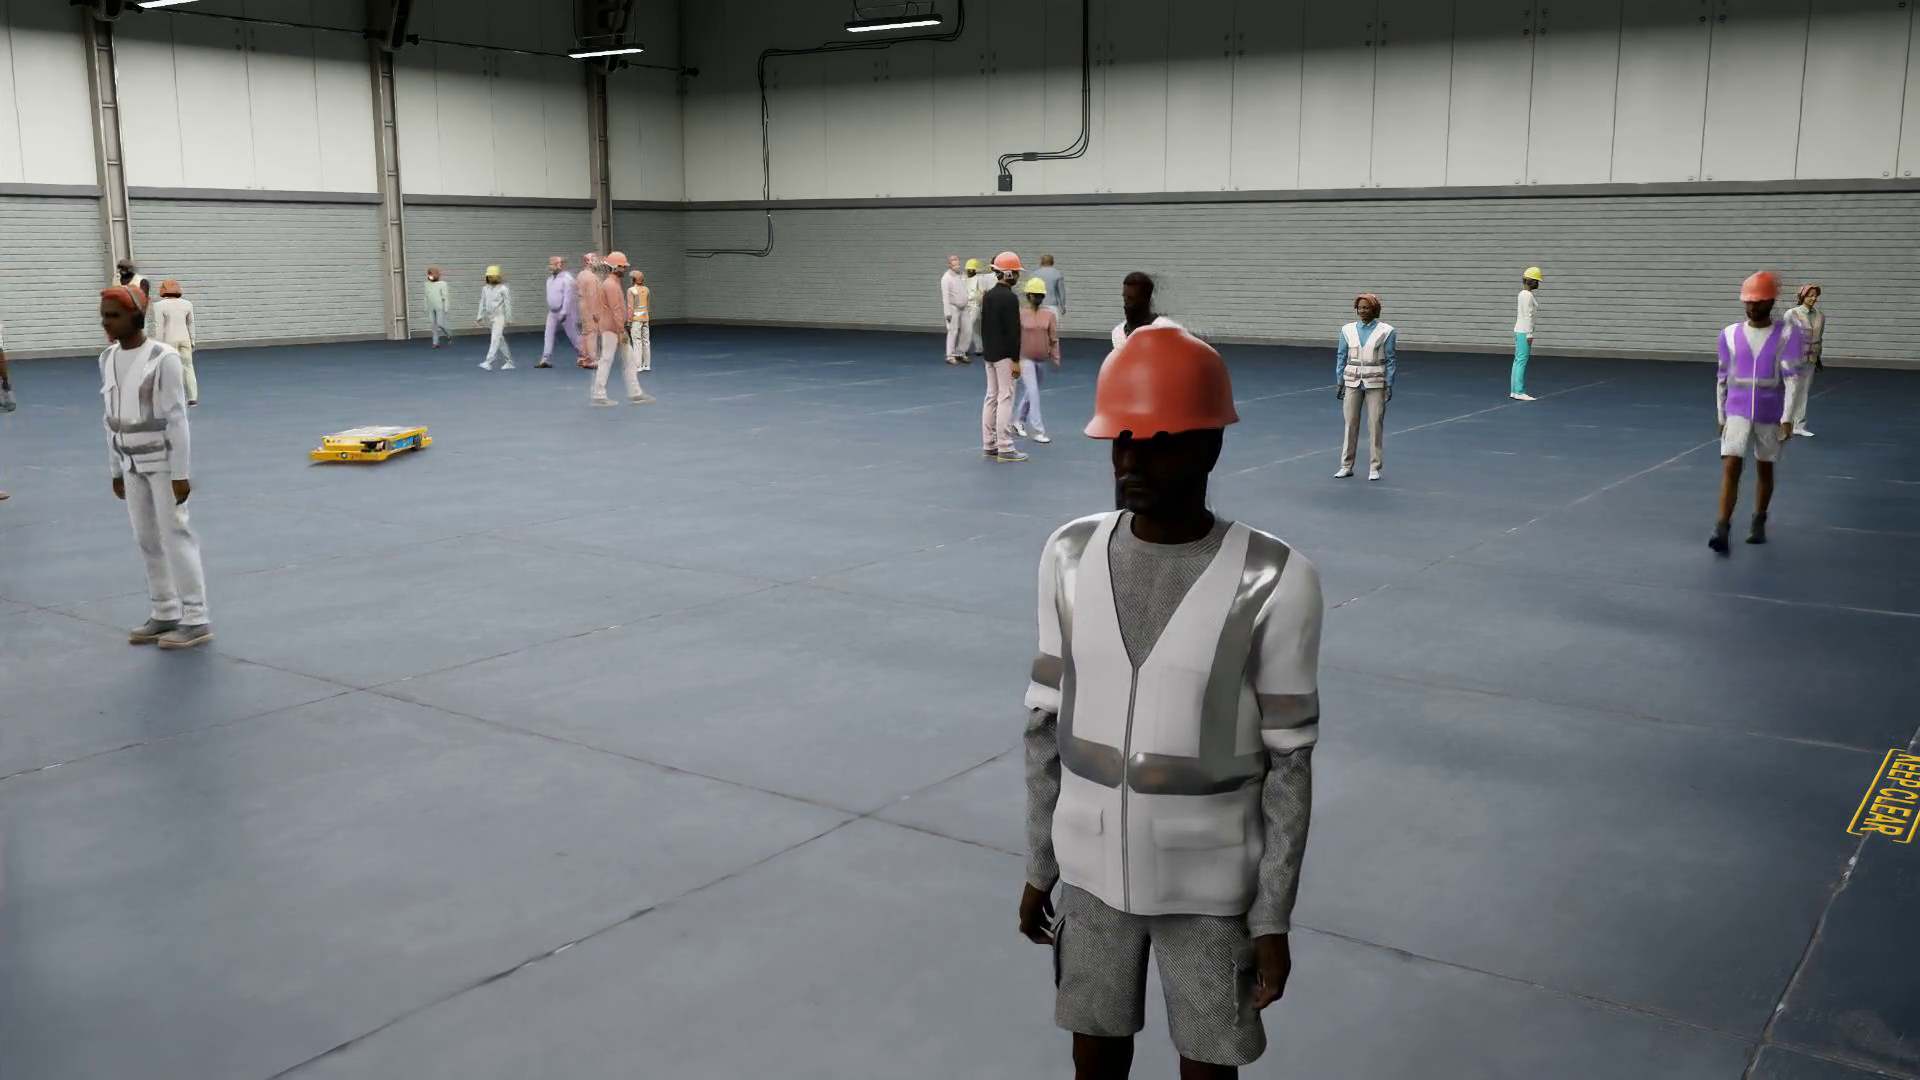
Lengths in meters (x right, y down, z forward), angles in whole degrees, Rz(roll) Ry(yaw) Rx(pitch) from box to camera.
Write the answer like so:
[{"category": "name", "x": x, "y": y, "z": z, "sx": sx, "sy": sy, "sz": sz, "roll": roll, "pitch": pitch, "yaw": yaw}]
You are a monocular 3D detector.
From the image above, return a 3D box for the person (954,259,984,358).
[{"category": "person", "x": 0.136, "y": -4.163, "z": 30.001, "sx": 0.785, "sy": 1.784, "sz": 0.648, "roll": -5, "pitch": 11, "yaw": -28}]

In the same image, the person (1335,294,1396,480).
[{"category": "person", "x": 3.567, "y": -1.346, "z": 14.651, "sx": 0.522, "sy": 1.638, "sz": 0.310, "roll": 6, "pitch": 12, "yaw": 31}]

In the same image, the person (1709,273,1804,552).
[{"category": "person", "x": 5.376, "y": -0.857, "z": 11.246, "sx": 0.559, "sy": 1.871, "sz": 1.029, "roll": 7, "pitch": 12, "yaw": 34}]

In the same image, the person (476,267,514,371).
[{"category": "person", "x": -7.625, "y": -3.618, "z": 27.230, "sx": 0.484, "sy": 1.693, "sz": 0.918, "roll": 5, "pitch": 11, "yaw": 27}]

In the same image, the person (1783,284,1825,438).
[{"category": "person", "x": 9.038, "y": -1.921, "z": 17.870, "sx": 0.514, "sy": 1.642, "sz": 0.314, "roll": -3, "pitch": 10, "yaw": -15}]

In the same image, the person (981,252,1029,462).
[{"category": "person", "x": 0.425, "y": -1.748, "z": 15.905, "sx": 0.395, "sy": 1.993, "sz": 0.614, "roll": -5, "pitch": 11, "yaw": -25}]

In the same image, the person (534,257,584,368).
[{"category": "person", "x": -6.694, "y": -3.821, "z": 27.927, "sx": 0.637, "sy": 1.861, "sz": 0.994, "roll": 7, "pitch": 12, "yaw": 33}]

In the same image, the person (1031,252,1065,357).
[{"category": "person", "x": 1.562, "y": -4.246, "z": 30.133, "sx": 0.638, "sy": 1.914, "sz": 0.768, "roll": 5, "pitch": 11, "yaw": 25}]

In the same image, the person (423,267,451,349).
[{"category": "person", "x": -10.338, "y": -4.585, "z": 32.889, "sx": 0.501, "sy": 1.612, "sz": 0.417, "roll": 3, "pitch": 11, "yaw": 17}]

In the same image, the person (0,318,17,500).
[{"category": "person", "x": -7.831, "y": -1.214, "z": 13.314, "sx": 0.510, "sy": 1.850, "sz": 0.413, "roll": 2, "pitch": 10, "yaw": 12}]

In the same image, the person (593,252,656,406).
[{"category": "person", "x": -4.290, "y": -2.675, "z": 21.204, "sx": 0.899, "sy": 1.957, "sz": 0.622, "roll": -1, "pitch": 10, "yaw": -4}]

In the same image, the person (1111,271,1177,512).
[{"category": "person", "x": 1.271, "y": -0.843, "z": 11.127, "sx": 0.764, "sy": 1.897, "sz": 0.608, "roll": -8, "pitch": 13, "yaw": -39}]

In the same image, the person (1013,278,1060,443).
[{"category": "person", "x": 0.763, "y": -1.917, "z": 17.635, "sx": 0.529, "sy": 1.723, "sz": 0.904, "roll": -5, "pitch": 11, "yaw": -24}]

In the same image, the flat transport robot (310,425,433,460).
[{"category": "flat transport robot", "x": -5.762, "y": -0.964, "z": 16.341, "sx": 0.652, "sy": 0.197, "sz": 1.431, "roll": 1, "pitch": 10, "yaw": 3}]

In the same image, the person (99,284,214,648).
[{"category": "person", "x": -4.184, "y": -0.371, "z": 8.581, "sx": 0.578, "sy": 1.870, "sz": 0.385, "roll": 5, "pitch": 11, "yaw": 26}]

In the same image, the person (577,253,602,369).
[{"category": "person", "x": -6.083, "y": -3.777, "z": 27.516, "sx": 0.406, "sy": 1.911, "sz": 0.639, "roll": -6, "pitch": 12, "yaw": -28}]

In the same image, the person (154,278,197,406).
[{"category": "person", "x": -9.940, "y": -2.491, "z": 21.079, "sx": 0.271, "sy": 1.632, "sz": 0.503, "roll": 8, "pitch": 13, "yaw": 38}]

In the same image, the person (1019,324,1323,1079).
[{"category": "person", "x": 0.347, "y": 0.592, "z": 2.960, "sx": 0.542, "sy": 1.939, "sz": 0.362, "roll": 6, "pitch": 12, "yaw": 28}]

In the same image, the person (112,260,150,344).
[{"category": "person", "x": -13.412, "y": -3.601, "z": 26.833, "sx": 0.622, "sy": 1.806, "sz": 0.841, "roll": 0, "pitch": 10, "yaw": 0}]

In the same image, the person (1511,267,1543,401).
[{"category": "person", "x": 7.525, "y": -2.730, "z": 22.075, "sx": 0.326, "sy": 1.760, "sz": 0.524, "roll": 1, "pitch": 10, "yaw": 8}]

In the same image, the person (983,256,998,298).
[{"category": "person", "x": 0.638, "y": -4.120, "z": 29.609, "sx": 0.548, "sy": 1.846, "sz": 0.550, "roll": 2, "pitch": 10, "yaw": 10}]

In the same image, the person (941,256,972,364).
[{"category": "person", "x": -0.091, "y": -3.927, "z": 28.484, "sx": 0.488, "sy": 1.866, "sz": 0.662, "roll": 9, "pitch": 14, "yaw": 42}]

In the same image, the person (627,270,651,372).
[{"category": "person", "x": -5.190, "y": -3.527, "z": 26.856, "sx": 0.307, "sy": 1.645, "sz": 0.520, "roll": 5, "pitch": 11, "yaw": 26}]
